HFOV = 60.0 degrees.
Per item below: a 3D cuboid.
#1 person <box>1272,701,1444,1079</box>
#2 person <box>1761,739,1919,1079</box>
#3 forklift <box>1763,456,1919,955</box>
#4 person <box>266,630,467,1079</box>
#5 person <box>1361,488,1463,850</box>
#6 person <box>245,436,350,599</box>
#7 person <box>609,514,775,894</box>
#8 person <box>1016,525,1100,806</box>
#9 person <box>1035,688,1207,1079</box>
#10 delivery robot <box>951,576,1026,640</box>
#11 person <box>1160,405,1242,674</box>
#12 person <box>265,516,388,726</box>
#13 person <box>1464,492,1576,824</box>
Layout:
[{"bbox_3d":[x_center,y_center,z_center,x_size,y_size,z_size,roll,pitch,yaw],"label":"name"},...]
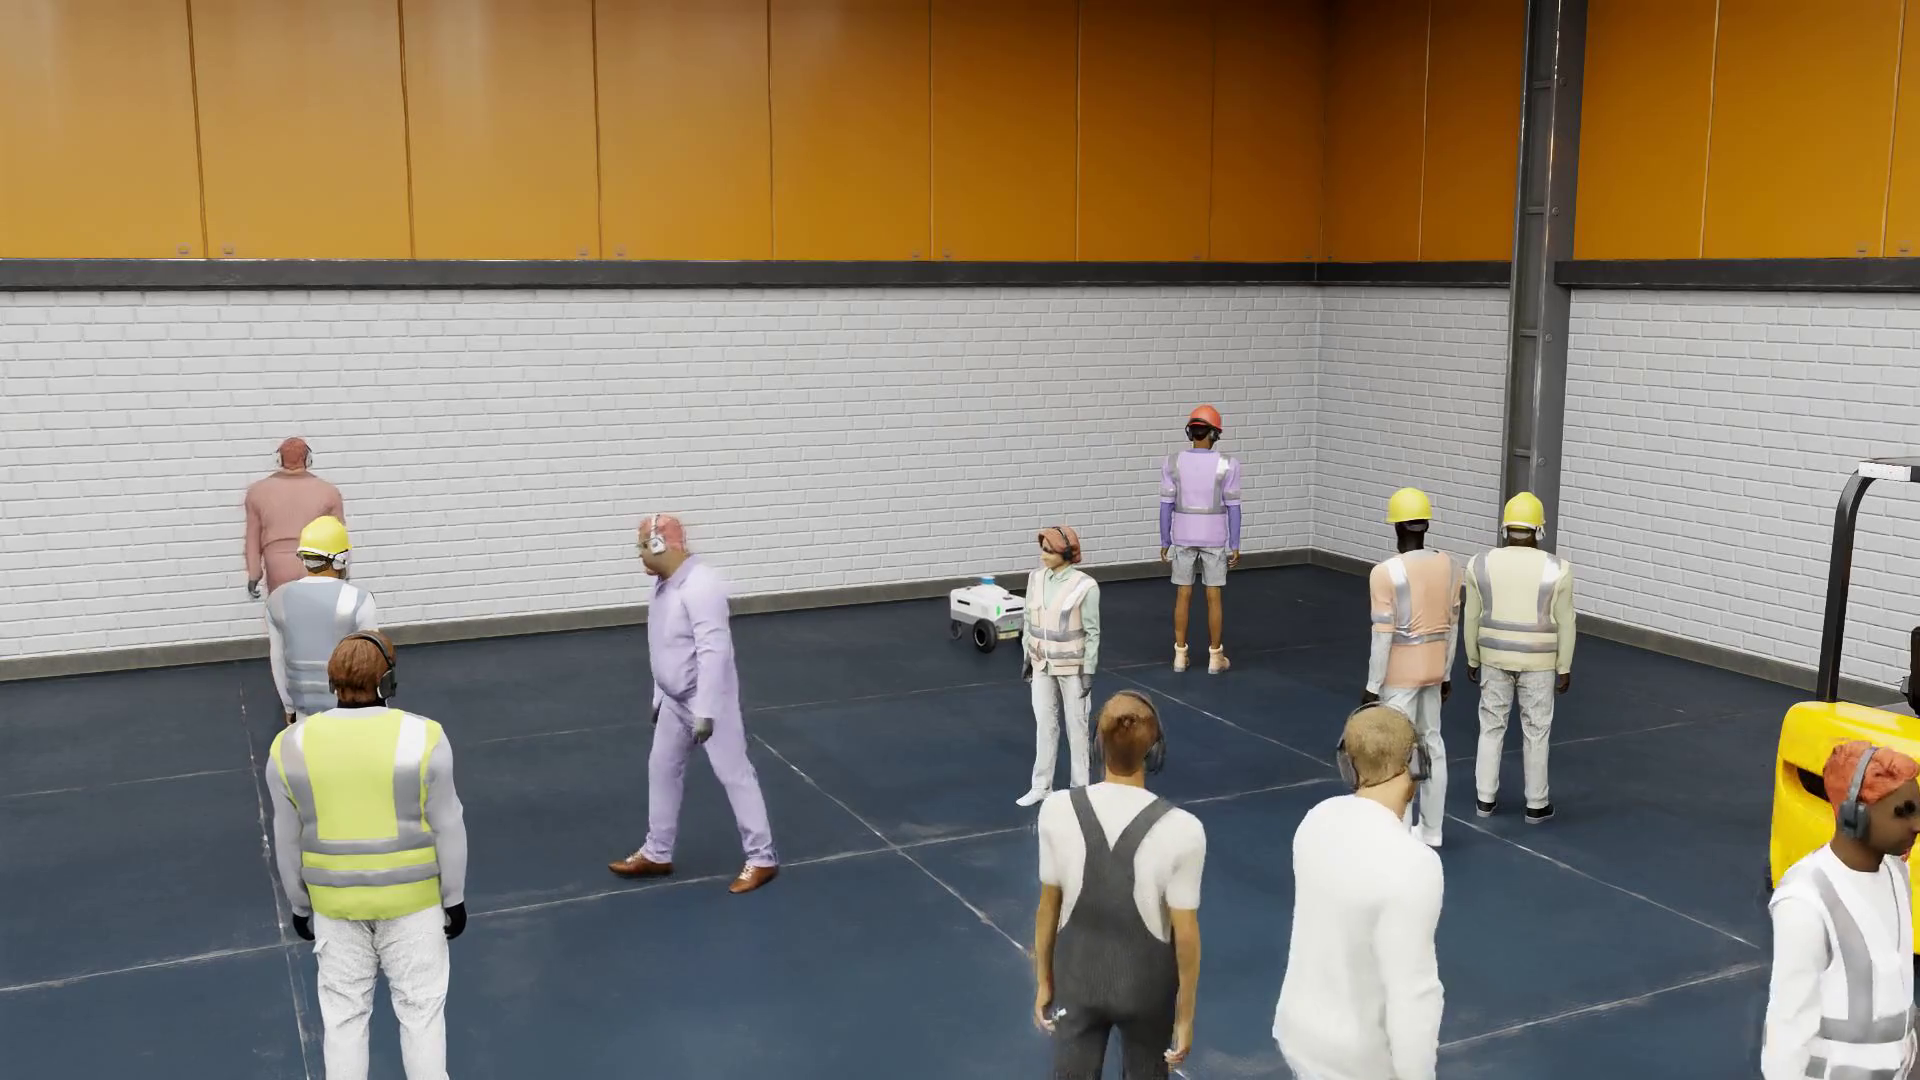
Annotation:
[{"bbox_3d":[1.056,1.384,4.422,0.558,1.893,0.672,-1,9,-9],"label":"person"},{"bbox_3d":[2.244,1.411,4.400,0.583,1.860,0.815,-8,12,-40],"label":"person"},{"bbox_3d":[4.857,0.731,7.561,2.313,2.155,1.214,-4,10,-25],"label":"forklift"},{"bbox_3d":[-1.976,1.214,5.652,0.619,1.845,0.430,-1,9,-3],"label":"person"},{"bbox_3d":[2.328,0.689,8.655,0.591,1.923,0.382,-5,10,-28],"label":"person"},{"bbox_3d":[-4.636,0.211,11.712,0.681,1.889,0.542,-2,9,-10],"label":"person"},{"bbox_3d":[-1.333,0.802,8.177,0.773,1.853,0.692,-6,11,-33],"label":"person"},{"bbox_3d":[0.557,0.724,9.320,0.512,1.639,0.311,8,12,41],"label":"person"},{"bbox_3d":[0.441,1.348,4.852,0.519,1.832,0.665,3,10,17],"label":"person"},{"bbox_3d":[0.233,0.538,13.535,0.477,0.478,0.707,-6,11,-34],"label":"delivery robot"},{"bbox_3d":[1.826,-0.003,12.622,0.613,2.029,0.403,3,10,17],"label":"person"},{"bbox_3d":[-3.119,0.791,8.304,0.588,1.833,0.404,1,9,7],"label":"person"},{"bbox_3d":[3.086,0.648,9.184,0.590,1.837,0.404,5,10,28],"label":"person"}]
